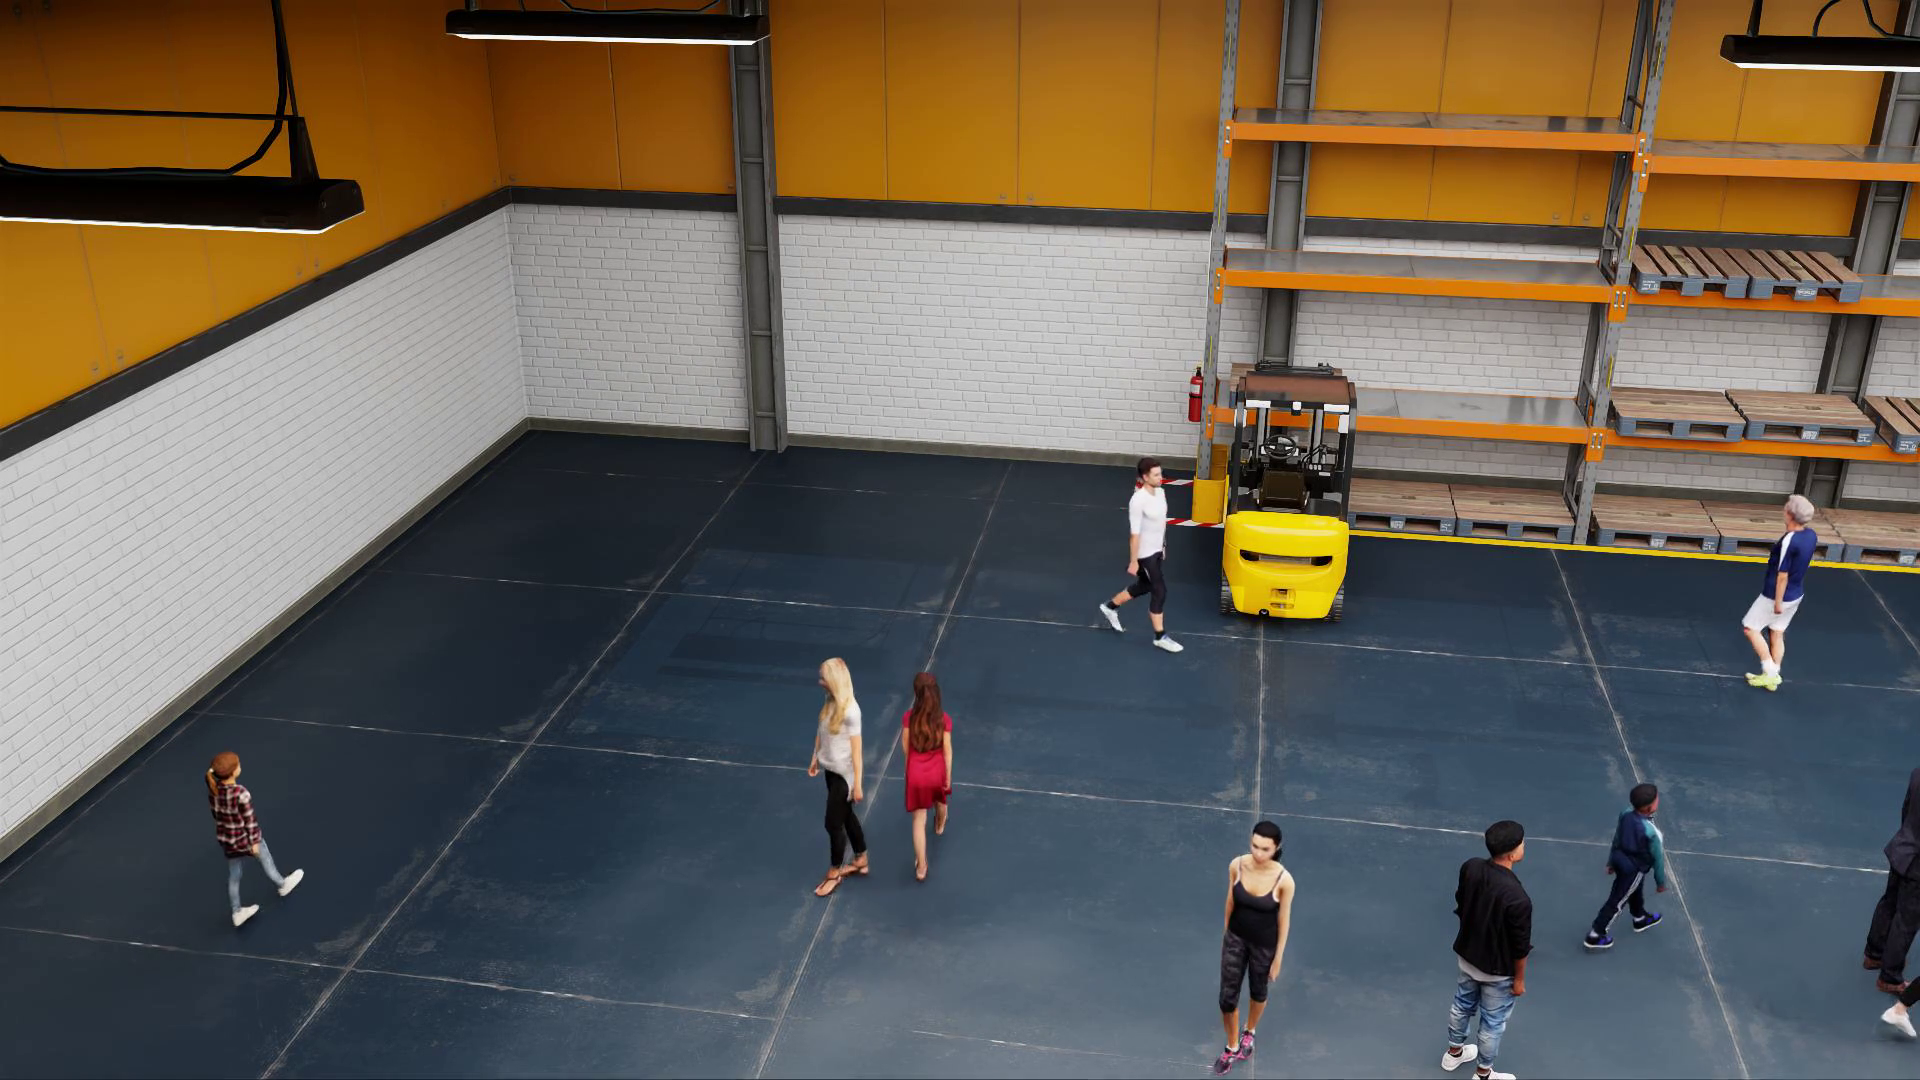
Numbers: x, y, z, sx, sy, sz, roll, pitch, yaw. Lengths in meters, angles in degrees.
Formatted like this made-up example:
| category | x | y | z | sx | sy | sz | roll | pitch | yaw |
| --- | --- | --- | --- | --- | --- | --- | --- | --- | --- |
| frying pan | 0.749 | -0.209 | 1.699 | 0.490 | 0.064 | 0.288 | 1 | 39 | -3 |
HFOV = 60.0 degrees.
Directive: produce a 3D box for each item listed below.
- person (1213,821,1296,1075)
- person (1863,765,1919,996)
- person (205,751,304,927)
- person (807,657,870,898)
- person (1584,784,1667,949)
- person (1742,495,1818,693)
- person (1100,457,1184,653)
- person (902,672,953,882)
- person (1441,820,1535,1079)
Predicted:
| category | x | y | z | sx | sy | sz | roll | pitch | yaw |
| --- | --- | --- | --- | --- | --- | --- | --- | --- | --- |
| person | 1.820 | 2.409 | 10.126 | 0.741 | 1.720 | 0.753 | 12 | 26 | 25 |
| person | 6.196 | 2.061 | 10.736 | 0.590 | 1.868 | 0.640 | 3 | 24 | 6 |
| person | -4.997 | 2.074 | 11.435 | 0.794 | 1.284 | 0.698 | 9 | 25 | 19 |
| person | -0.787 | 1.642 | 11.768 | 0.881 | 1.809 | 0.826 | -11 | 26 | -23 |
| person | 4.463 | 2.217 | 11.177 | 0.943 | 1.227 | 0.726 | -6 | 24 | -13 |
| person | 7.169 | 0.495 | 14.370 | 0.779 | 1.825 | 0.837 | -17 | 29 | -34 |
| person | 1.661 | 0.099 | 15.280 | 1.243 | 1.823 | 0.973 | 15 | 28 | 30 |
| person | -0.258 | 1.726 | 11.964 | 1.014 | 1.498 | 0.717 | 0 | 24 | 1 |
| person | 3.139 | 2.460 | 9.890 | 0.815 | 1.814 | 0.786 | -12 | 26 | -25 |
